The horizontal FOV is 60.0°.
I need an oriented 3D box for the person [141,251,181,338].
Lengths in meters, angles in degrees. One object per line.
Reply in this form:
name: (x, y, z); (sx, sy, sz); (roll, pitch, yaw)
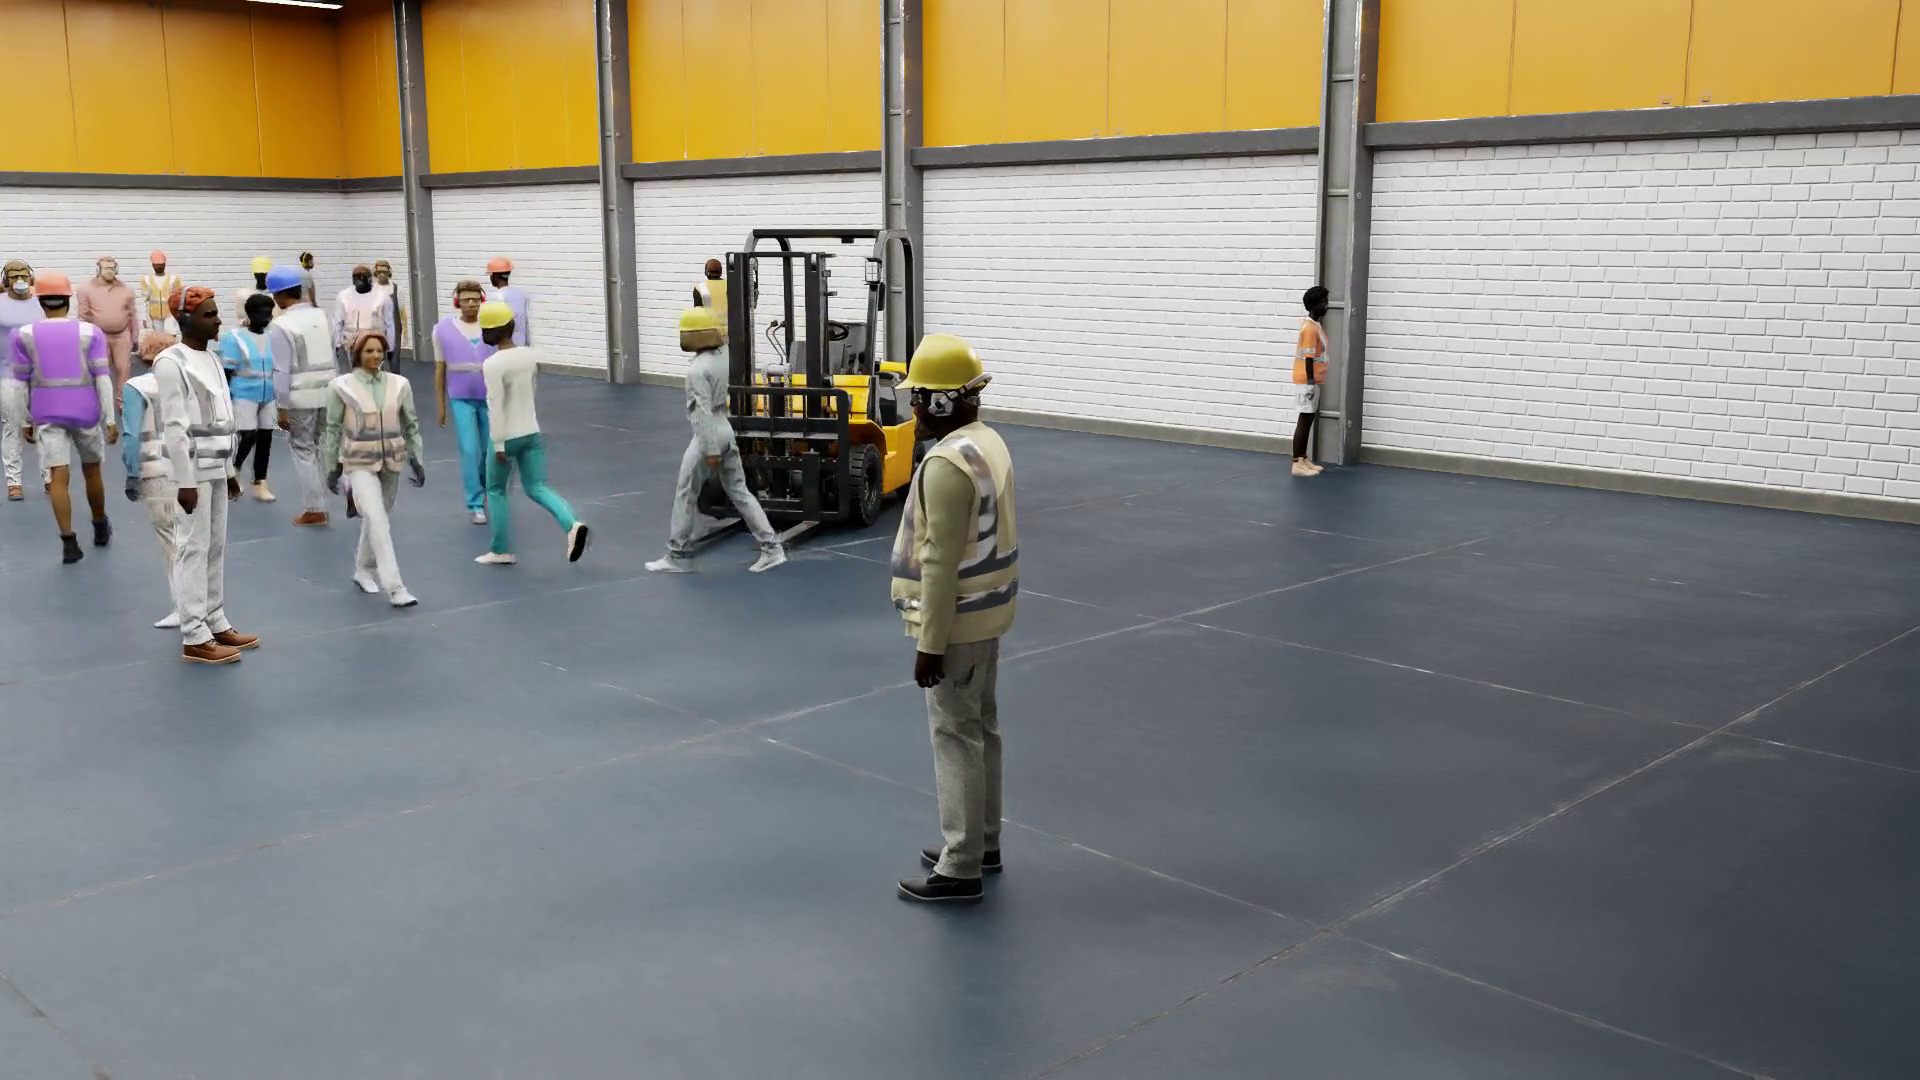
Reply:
person: (-12.058, -3.409, 25.160); (0.565, 1.894, 1.004); (-3, 11, -16)

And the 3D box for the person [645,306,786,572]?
person: (-1.531, -0.621, 10.476); (0.888, 1.698, 0.489); (3, 11, 15)

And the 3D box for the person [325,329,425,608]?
person: (-3.400, -0.427, 9.679); (0.877, 1.598, 0.529); (10, 14, 43)

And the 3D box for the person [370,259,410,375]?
person: (-7.191, -2.598, 20.889); (0.516, 1.835, 0.396); (-4, 11, -23)

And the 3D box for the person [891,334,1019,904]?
person: (-0.019, 0.252, 5.372); (0.403, 1.824, 0.593); (2, 11, 13)

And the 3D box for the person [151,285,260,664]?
person: (-3.803, -0.328, 8.363); (0.354, 1.883, 0.572); (-1, 10, -3)

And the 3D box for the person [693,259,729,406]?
person: (-3.027, -2.552, 20.601); (0.620, 1.845, 0.429); (-6, 12, -31)

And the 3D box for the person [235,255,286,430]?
person: (-7.518, -2.120, 18.068); (0.601, 1.938, 0.426); (-4, 11, -19)

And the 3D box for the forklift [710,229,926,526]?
forklift: (-1.050, -1.319, 12.920); (1.214, 2.155, 2.313); (2, 11, 13)

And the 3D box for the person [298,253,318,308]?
person: (-11.395, -4.069, 28.948); (0.362, 1.828, 0.663); (-8, 13, -37)

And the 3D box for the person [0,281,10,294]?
person: (-11.342, -2.270, 19.722); (0.763, 1.607, 0.509); (-1, 10, -5)

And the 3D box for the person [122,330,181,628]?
person: (-4.361, -0.346, 9.209); (0.421, 1.609, 0.588); (3, 11, 16)

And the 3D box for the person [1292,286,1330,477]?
person: (3.114, -1.407, 14.779); (0.321, 1.689, 0.530); (3, 11, 14)

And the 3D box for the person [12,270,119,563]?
person: (-5.951, -0.838, 11.104); (0.585, 1.891, 0.957); (-5, 11, -24)

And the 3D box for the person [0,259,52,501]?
person: (-7.577, -1.300, 13.508); (0.627, 1.940, 0.371); (-9, 13, -39)

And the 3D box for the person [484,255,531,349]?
person: (-4.721, -1.964, 17.179); (0.530, 1.918, 0.579); (5, 11, 23)

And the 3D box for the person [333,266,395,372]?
person: (-6.744, -2.197, 18.827); (0.639, 1.795, 0.985); (0, 10, 0)

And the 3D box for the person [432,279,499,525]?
person: (-3.647, -1.051, 12.492); (0.592, 1.818, 0.676); (-5, 11, -25)

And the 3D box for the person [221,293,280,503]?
person: (-5.653, -1.134, 13.293); (0.405, 1.676, 0.576); (7, 13, 35)

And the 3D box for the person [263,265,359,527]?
person: (-4.709, -1.024, 12.055); (0.529, 1.923, 0.625); (4, 11, 21)

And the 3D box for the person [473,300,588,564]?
person: (-2.801, -0.668, 10.646); (0.751, 1.725, 0.517); (5, 11, 25)

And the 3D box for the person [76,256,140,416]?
person: (-10.019, -2.397, 19.619); (0.669, 1.891, 0.442); (-8, 13, -38)
